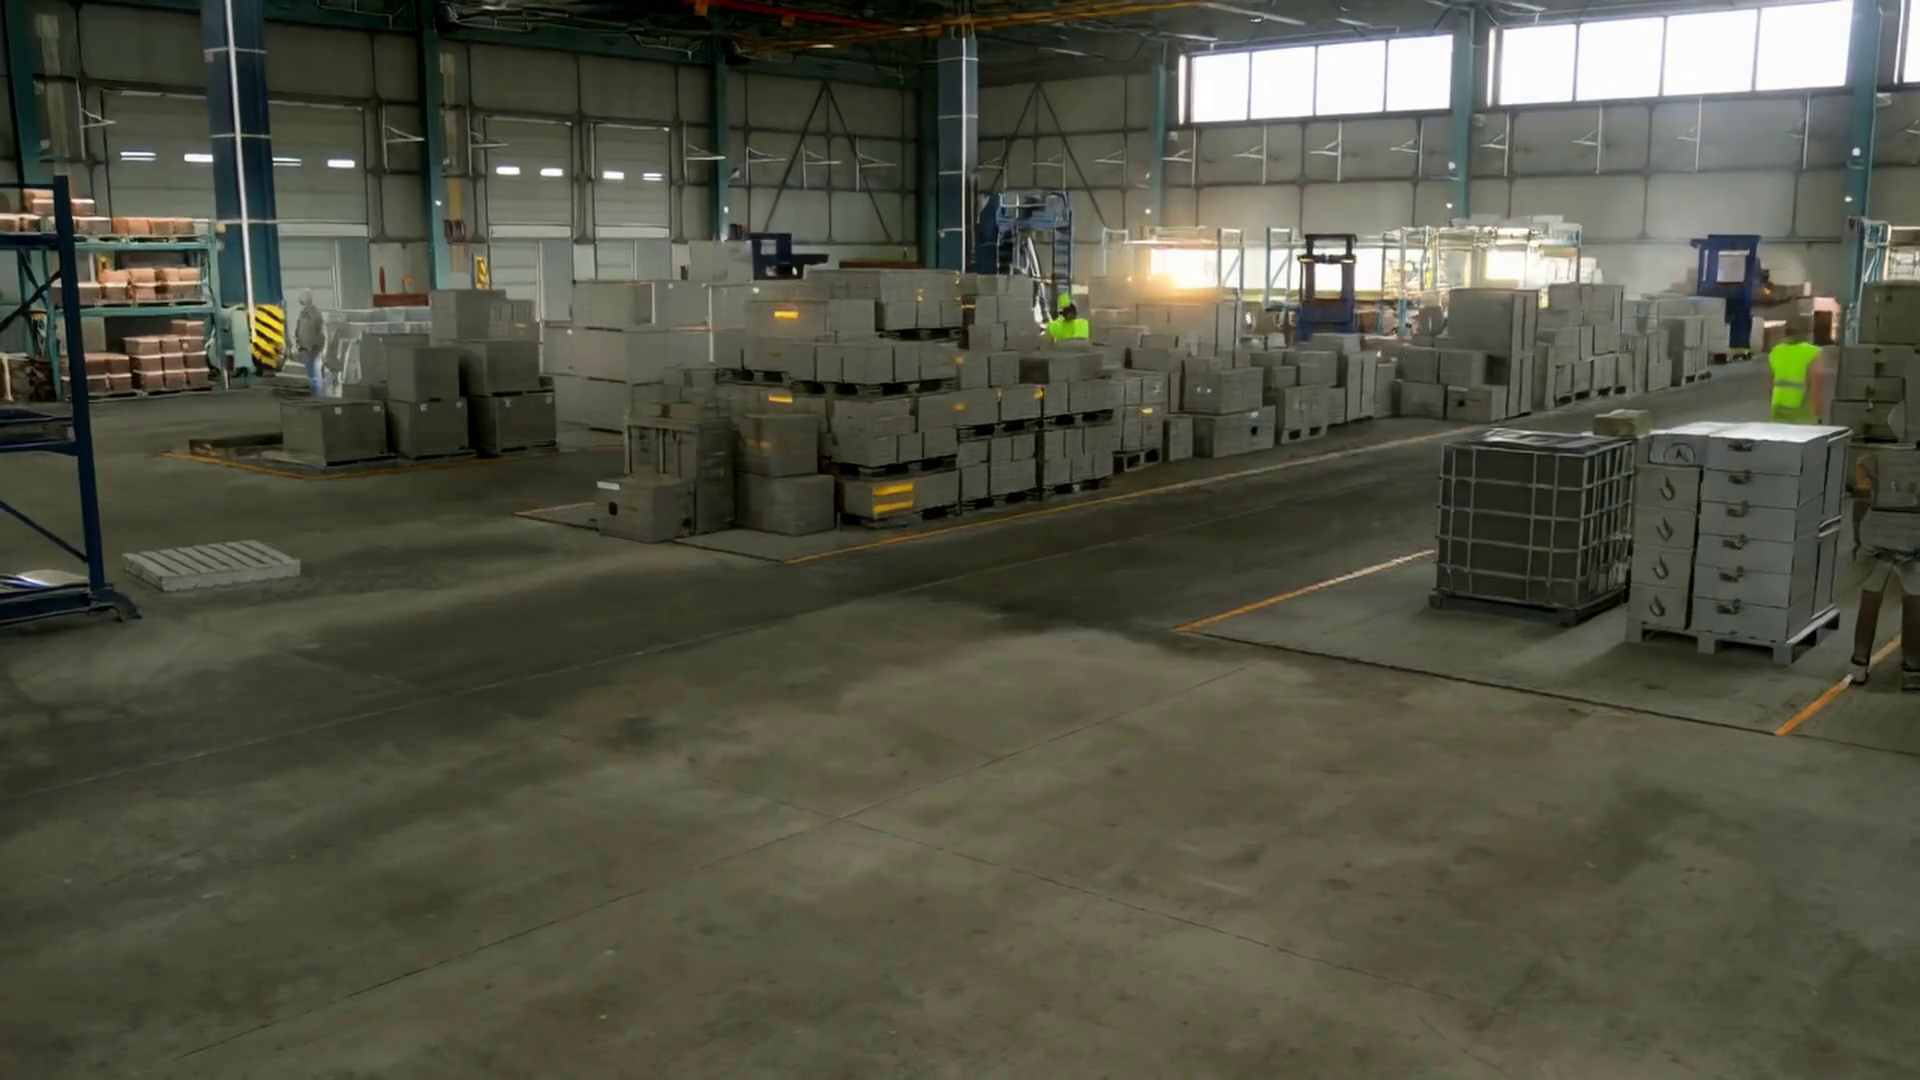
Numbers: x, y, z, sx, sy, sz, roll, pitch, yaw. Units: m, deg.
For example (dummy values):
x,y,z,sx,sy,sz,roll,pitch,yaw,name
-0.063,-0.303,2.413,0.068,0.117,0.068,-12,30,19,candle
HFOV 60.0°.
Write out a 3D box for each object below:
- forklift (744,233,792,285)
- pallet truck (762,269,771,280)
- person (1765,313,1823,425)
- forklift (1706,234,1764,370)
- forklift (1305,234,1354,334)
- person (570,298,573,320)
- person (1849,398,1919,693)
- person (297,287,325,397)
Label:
x,y,z,sx,sy,sz,roll,pitch,yaw,name
-3.610,-4.410,31.498,1.873,2.768,1.129,8,13,40,forklift
-4.996,-6.432,45.525,1.885,1.965,0.823,-6,12,-32,pallet truck
8.452,-1.364,16.965,0.778,1.901,0.598,-4,11,-20,person
16.168,-5.023,34.989,1.129,2.768,1.873,8,13,40,forklift
7.398,-4.757,33.478,1.129,2.768,1.873,3,10,15,forklift
-7.834,-4.412,34.506,0.542,1.826,0.464,0,10,-3,person
5.404,0.033,9.575,0.535,1.697,0.318,8,13,39,person
-10.125,-2.961,25.932,0.372,1.940,0.630,-6,12,-31,person
